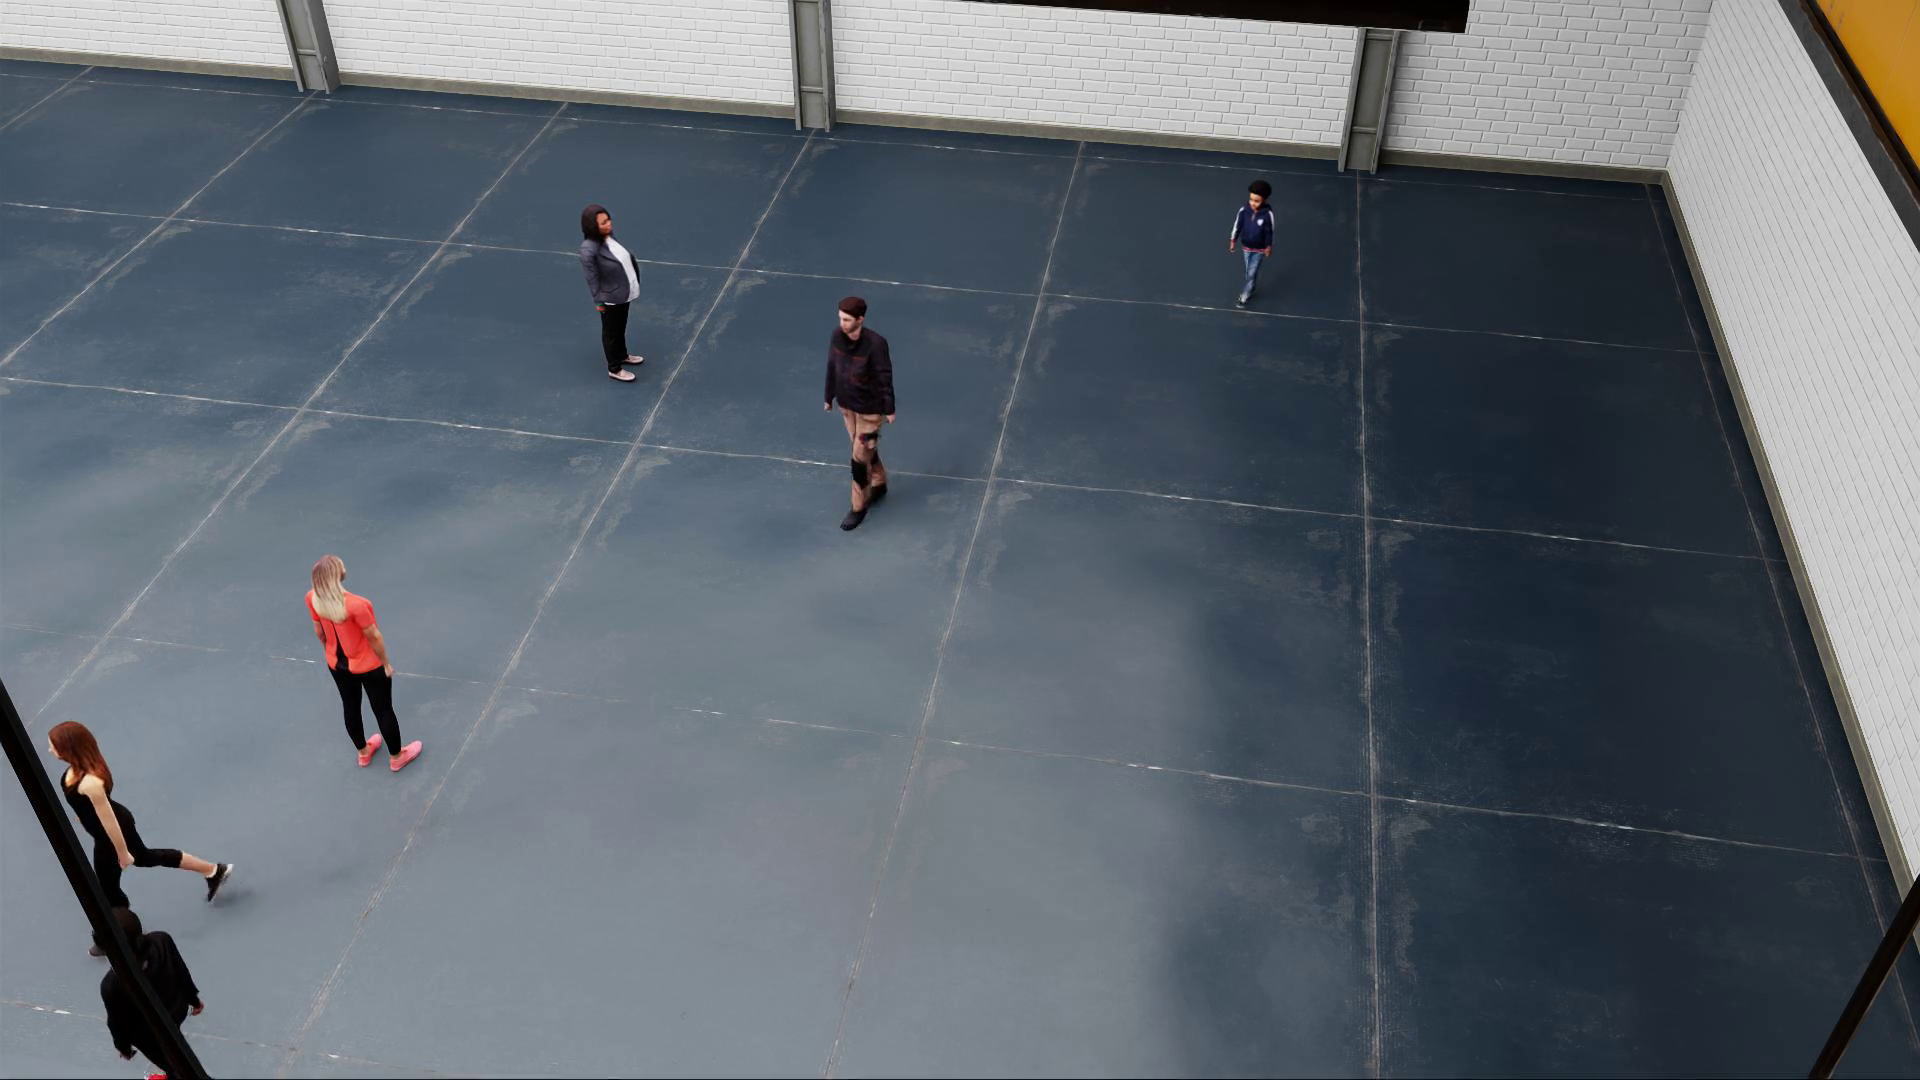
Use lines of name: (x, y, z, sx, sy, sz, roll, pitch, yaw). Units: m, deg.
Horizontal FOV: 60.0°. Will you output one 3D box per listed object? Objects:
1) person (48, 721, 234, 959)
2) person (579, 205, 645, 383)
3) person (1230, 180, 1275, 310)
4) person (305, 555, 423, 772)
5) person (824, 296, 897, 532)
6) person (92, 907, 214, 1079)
person: (-4.731, 1.644, 9.477, 1.150, 1.697, 1.034, -20, 43, -23)
person: (-3.004, -2.141, 14.296, 0.644, 1.598, 0.660, 5, 39, 6)
person: (2.755, -2.780, 15.410, 0.724, 1.206, 0.750, 25, 45, 28)
person: (-3.837, 0.779, 10.563, 0.498, 1.693, 0.670, 10, 40, 12)
person: (-0.688, -1.047, 12.682, 0.989, 1.902, 0.997, 24, 45, 27)
person: (-4.012, 2.480, 8.472, 1.120, 1.645, 0.758, 14, 41, 17)
